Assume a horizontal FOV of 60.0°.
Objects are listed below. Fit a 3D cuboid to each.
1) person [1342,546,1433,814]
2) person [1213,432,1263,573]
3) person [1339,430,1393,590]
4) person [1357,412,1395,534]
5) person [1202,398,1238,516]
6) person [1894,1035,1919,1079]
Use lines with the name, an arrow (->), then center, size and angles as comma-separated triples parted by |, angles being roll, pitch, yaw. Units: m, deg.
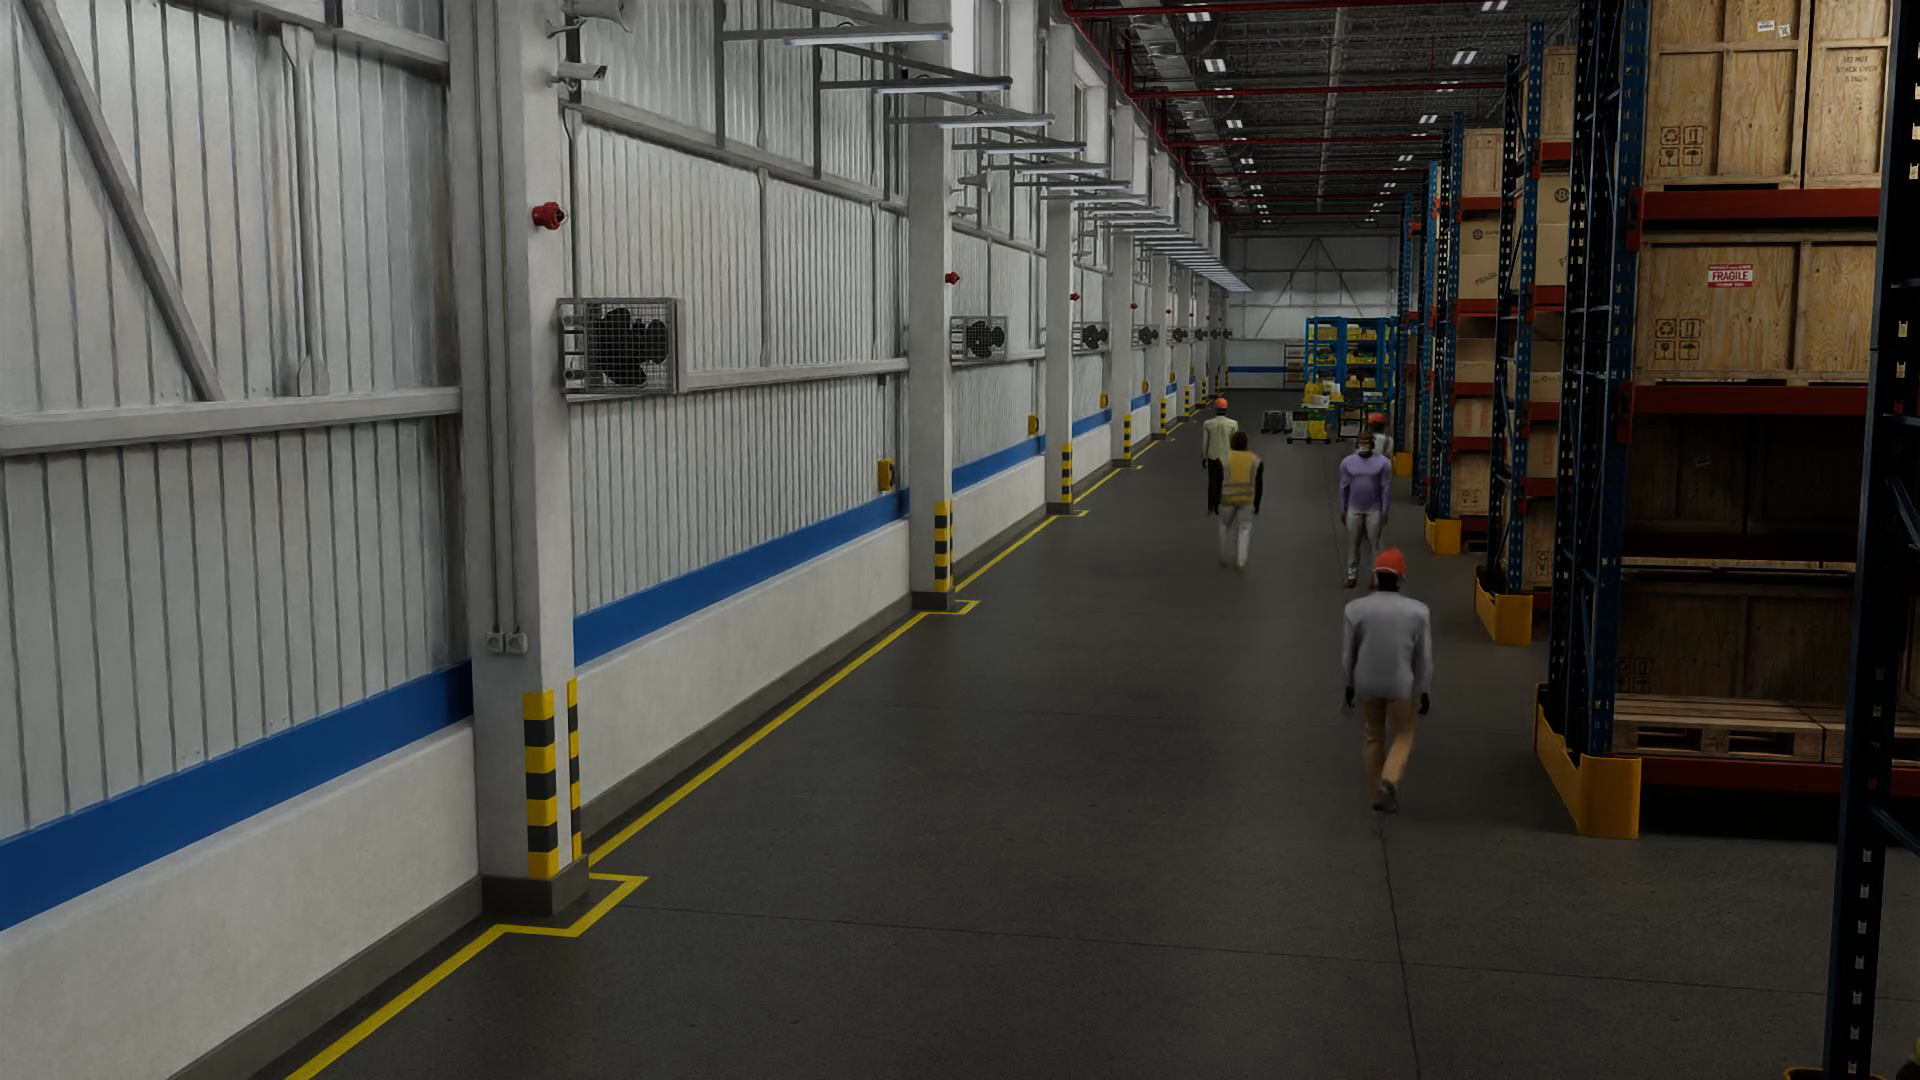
person -> 2.714, 0.911, 10.606 | 0.583, 1.737, 0.437 | 3, 8, 25
person -> 3.603, -0.507, 21.681 | 0.661, 1.806, 0.870 | 0, 7, 0
person -> 4.883, -0.359, 20.068 | 0.623, 1.931, 0.382 | 3, 8, 23
person -> 6.277, -0.981, 25.162 | 0.569, 1.897, 0.562 | 3, 8, 20
person -> 4.396, -1.397, 28.097 | 0.626, 1.991, 0.393 | 1, 7, 8
person -> 1.984, 1.822, 3.423 | 0.566, 1.705, 0.387 | -2, 8, -19
